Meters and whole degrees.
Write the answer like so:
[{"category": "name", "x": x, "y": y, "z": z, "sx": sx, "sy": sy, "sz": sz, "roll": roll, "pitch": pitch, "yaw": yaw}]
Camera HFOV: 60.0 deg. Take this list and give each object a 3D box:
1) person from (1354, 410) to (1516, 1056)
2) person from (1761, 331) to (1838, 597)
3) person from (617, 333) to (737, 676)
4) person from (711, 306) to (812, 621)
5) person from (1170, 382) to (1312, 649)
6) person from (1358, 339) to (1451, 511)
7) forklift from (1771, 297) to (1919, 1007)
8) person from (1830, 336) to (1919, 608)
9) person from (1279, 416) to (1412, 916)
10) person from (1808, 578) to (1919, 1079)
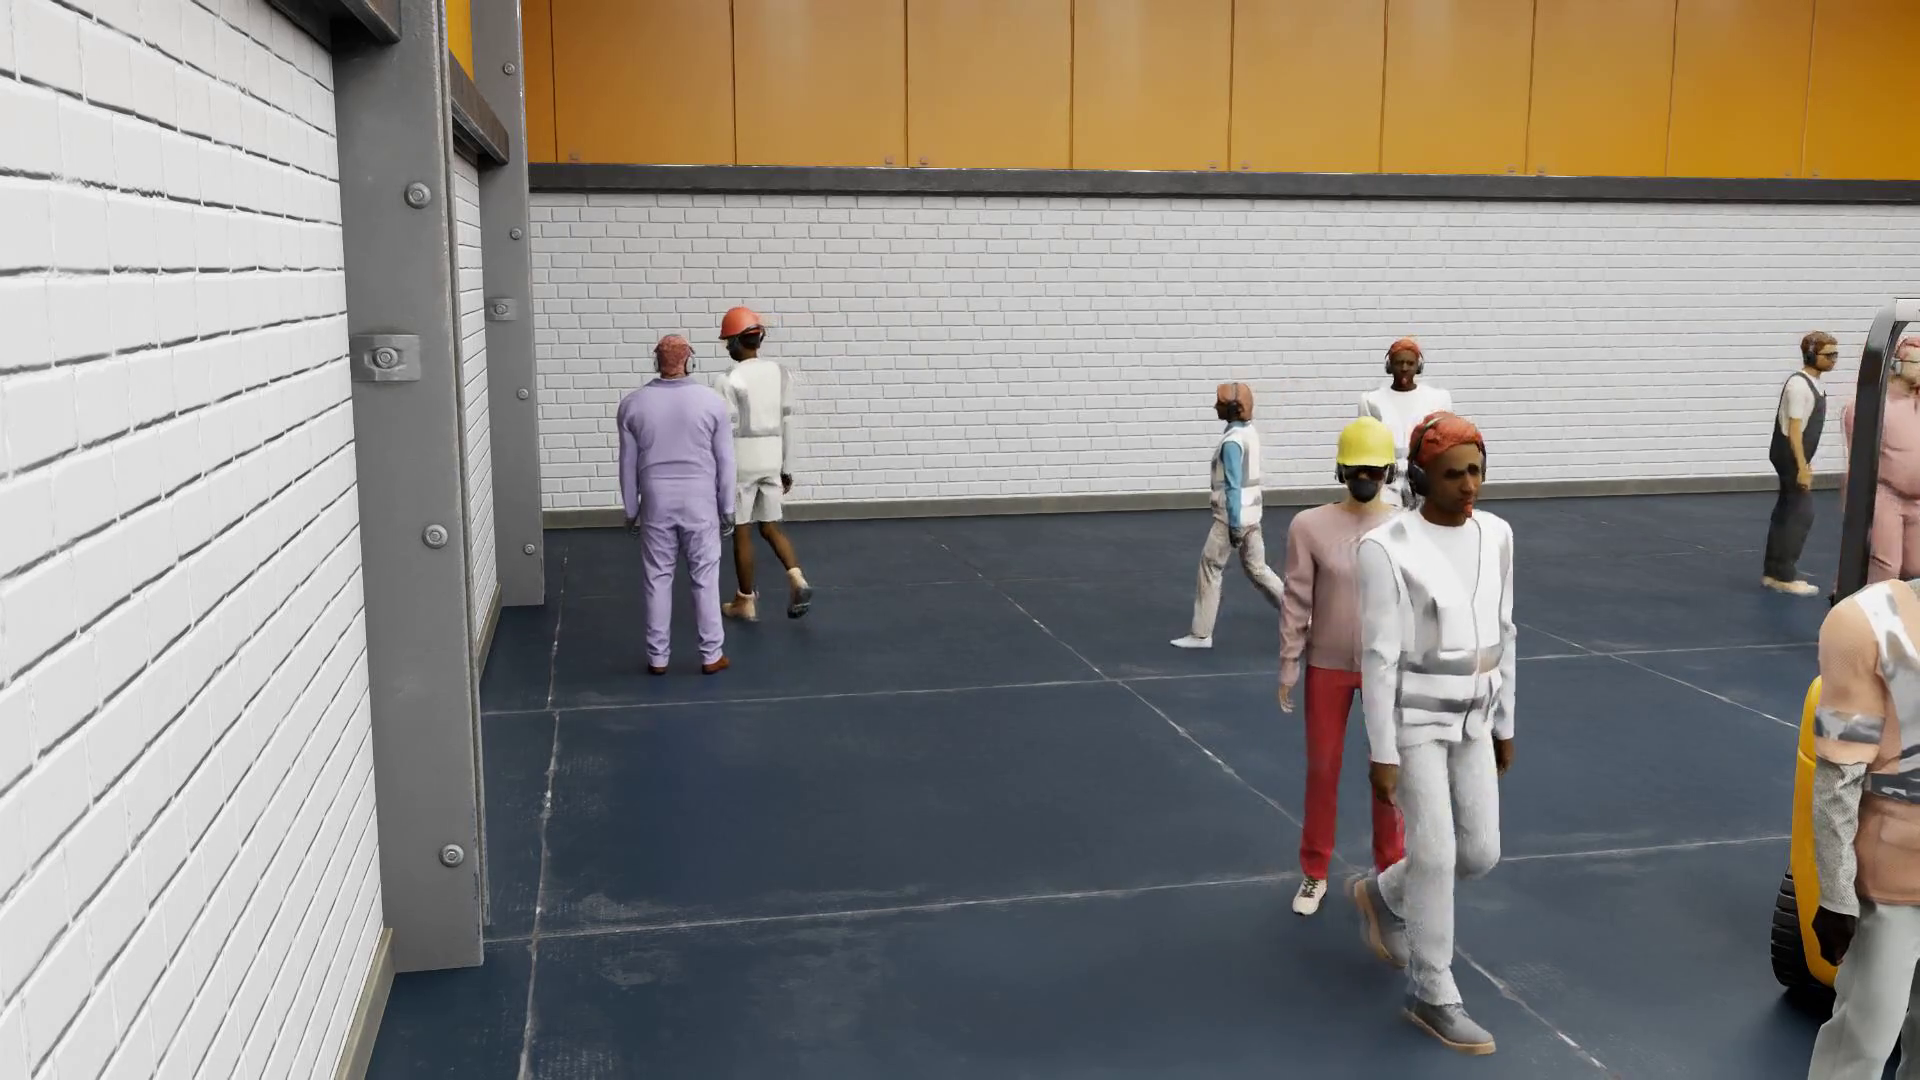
[{"category": "person", "x": 1.370, "y": 0.537, "z": 4.933, "sx": 0.588, "sy": 1.867, "sz": 0.595, "roll": -5, "pitch": 11, "yaw": -28}, {"category": "person", "x": 5.837, "y": -0.520, "z": 11.524, "sx": 0.469, "sy": 1.826, "sz": 0.502, "roll": 7, "pitch": 11, "yaw": 35}, {"category": "person", "x": -1.555, "y": -0.193, "z": 9.261, "sx": 0.649, "sy": 1.906, "sz": 0.403, "roll": 0, "pitch": 9, "yaw": -1}, {"category": "person", "x": -1.275, "y": -0.455, "z": 10.496, "sx": 0.667, "sy": 2.027, "sz": 0.640, "roll": 9, "pitch": 13, "yaw": 44}, {"category": "person", "x": 1.692, "y": -0.131, "z": 9.781, "sx": 0.788, "sy": 1.611, "sz": 0.506, "roll": 4, "pitch": 10, "yaw": 25}, {"category": "person", "x": 2.779, "y": -0.342, "z": 10.440, "sx": 0.581, "sy": 1.836, "sz": 0.966, "roll": 2, "pitch": 10, "yaw": 12}, {"category": "forklift", "x": 3.542, "y": 0.334, "z": 5.177, "sx": 2.313, "sy": 2.155, "sz": 1.214, "roll": -9, "pitch": 13, "yaw": -43}, {"category": "person", "x": 5.307, "y": -0.229, "z": 9.542, "sx": 0.651, "sy": 1.889, "sz": 0.651, "roll": -4, "pitch": 10, "yaw": -21}, {"category": "person", "x": 1.380, "y": 0.449, "z": 5.780, "sx": 0.536, "sy": 1.766, "sz": 0.326, "roll": 3, "pitch": 10, "yaw": 16}, {"category": "person", "x": 2.128, "y": 0.728, "z": 3.615, "sx": 0.584, "sy": 1.918, "sz": 0.376, "roll": -2, "pitch": 10, "yaw": -12}]
